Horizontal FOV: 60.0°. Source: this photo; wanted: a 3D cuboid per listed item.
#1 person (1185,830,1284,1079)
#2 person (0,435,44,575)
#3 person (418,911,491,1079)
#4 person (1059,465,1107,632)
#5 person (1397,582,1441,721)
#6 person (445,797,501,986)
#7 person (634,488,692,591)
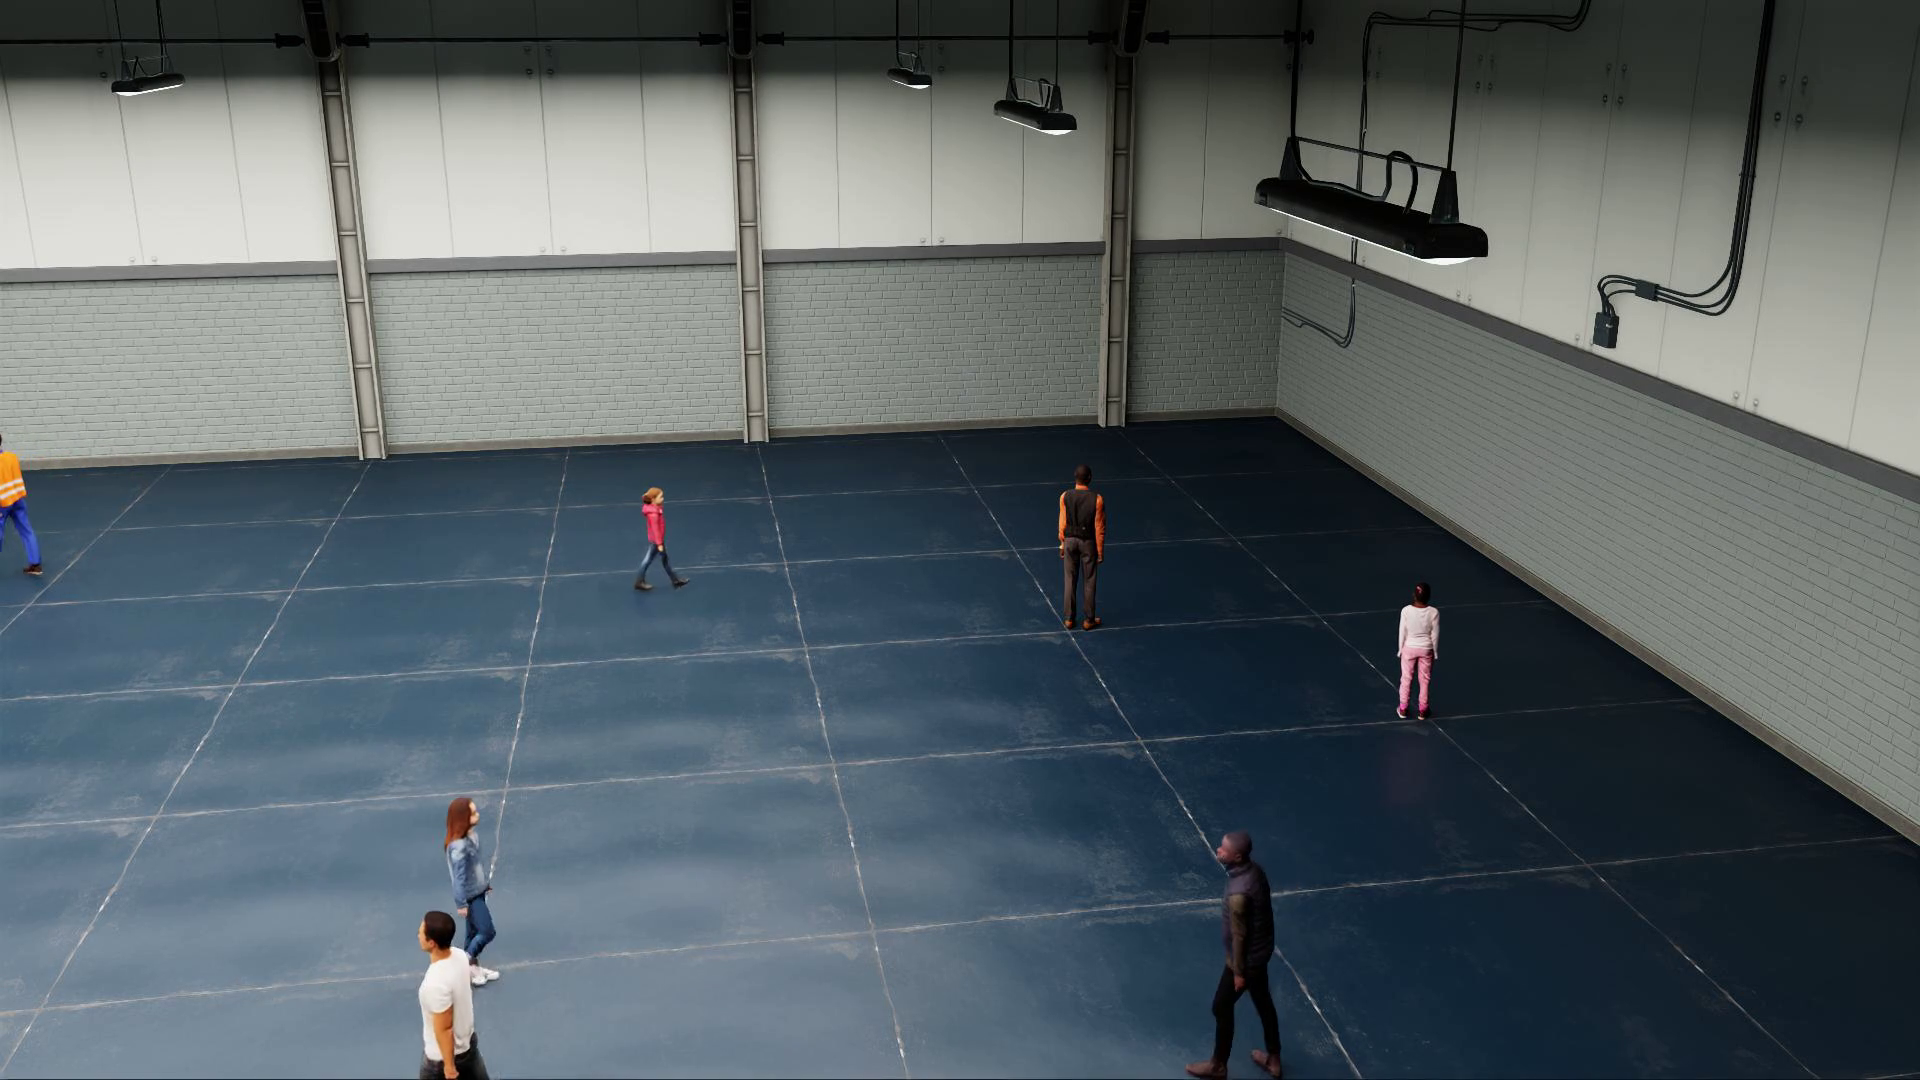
[{"bbox_3d":[1.925,2.730,10.891,1.014,1.811,0.933,9,20,25],"label":"person"},{"bbox_3d":[-11.701,-0.423,20.563,1.277,1.816,1.072,7,19,20],"label":"person"},{"bbox_3d":[-2.960,3.053,9.980,1.219,1.760,0.850,1,18,3],"label":"person"},{"bbox_3d":[1.372,0.075,18.888,0.730,1.906,0.854,6,19,16],"label":"person"},{"bbox_3d":[4.561,1.083,16.543,0.568,1.443,0.676,5,19,15],"label":"person"},{"bbox_3d":[-3.598,2.546,12.004,0.569,1.471,0.609,-1,18,-2],"label":"person"},{"bbox_3d":[-3.738,0.016,20.072,0.946,1.286,0.637,0,18,1],"label":"person"}]
